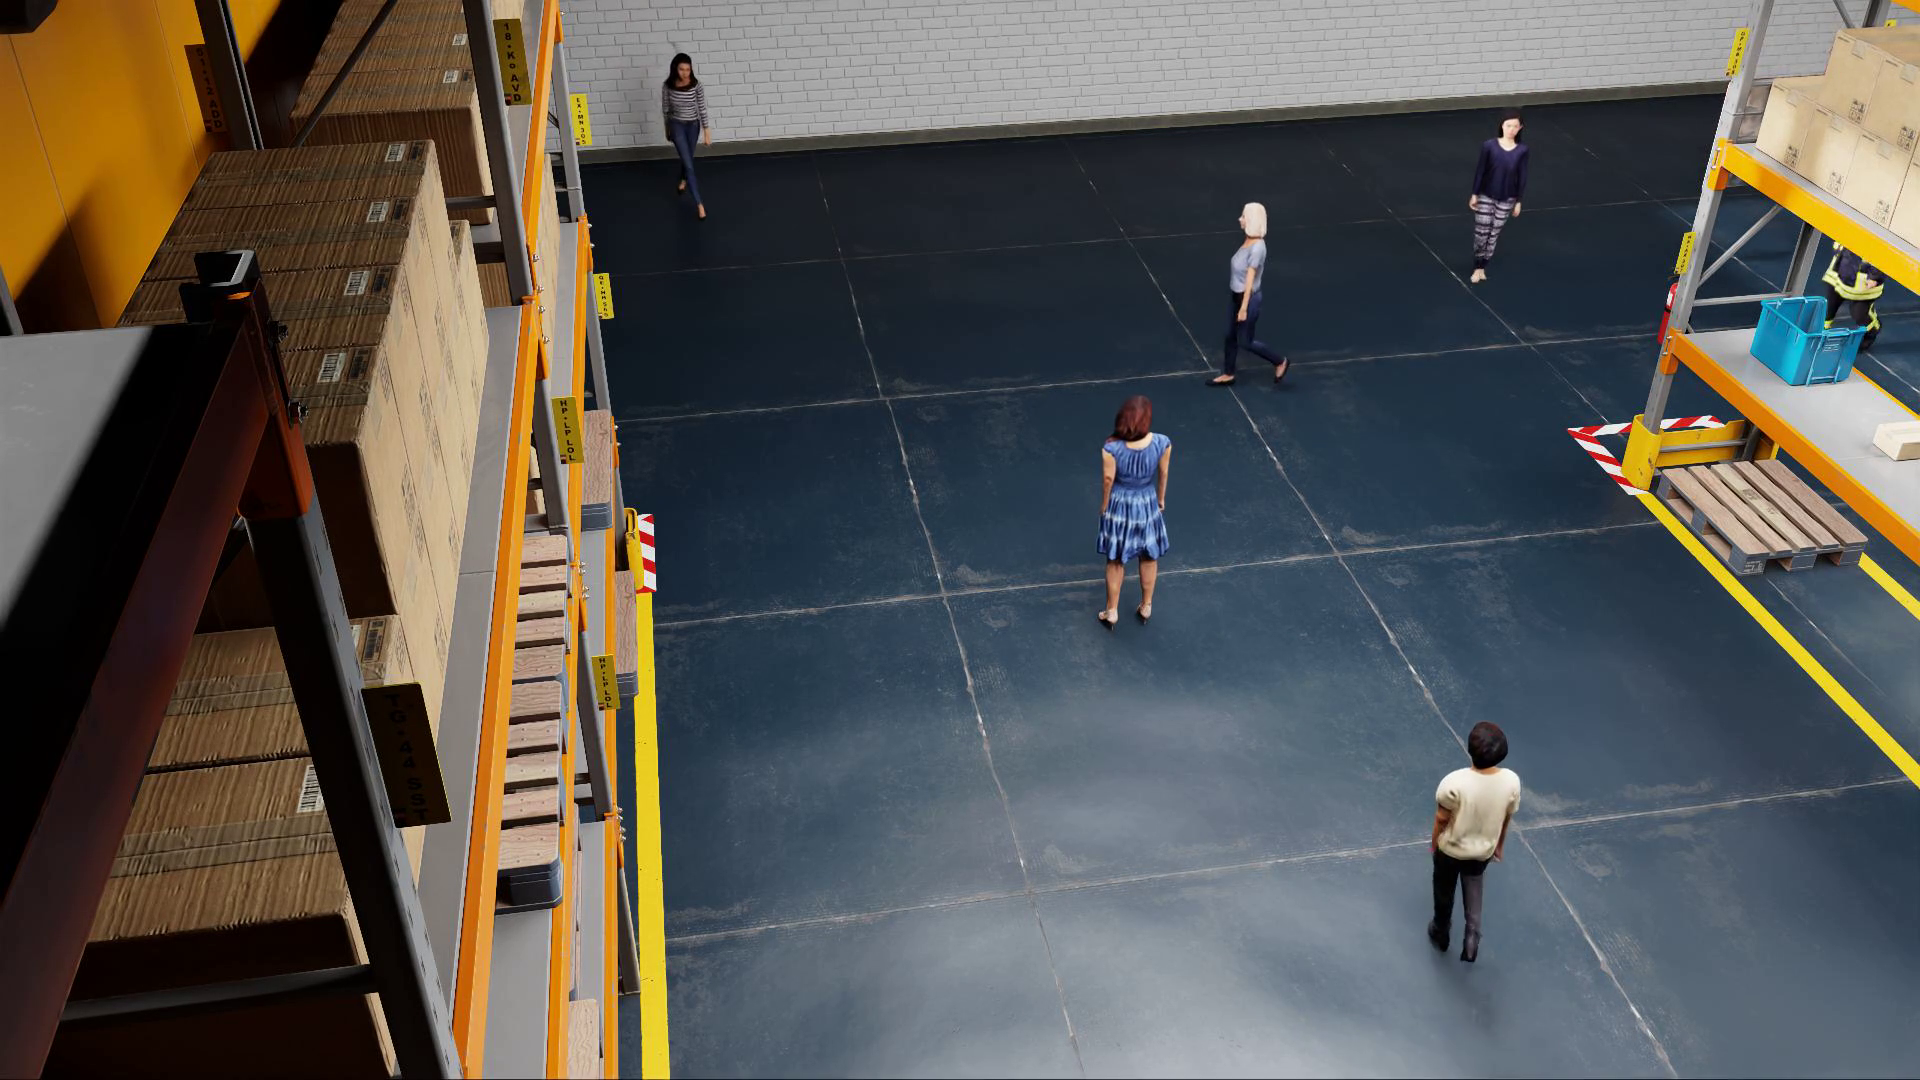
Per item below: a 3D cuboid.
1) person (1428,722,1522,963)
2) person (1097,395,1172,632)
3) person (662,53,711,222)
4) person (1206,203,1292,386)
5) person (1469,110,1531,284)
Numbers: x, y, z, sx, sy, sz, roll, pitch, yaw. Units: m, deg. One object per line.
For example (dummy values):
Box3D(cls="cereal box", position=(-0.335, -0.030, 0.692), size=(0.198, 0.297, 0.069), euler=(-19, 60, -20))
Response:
Box3D(cls="person", position=(2.687, 1.646, 8.754), size=(0.635, 1.576, 0.723), euler=(-2, 34, -3))
Box3D(cls="person", position=(1.167, -0.177, 11.286), size=(0.660, 1.808, 0.549), euler=(-6, 34, -9))
Box3D(cls="person", position=(-2.926, -4.286, 17.555), size=(0.734, 1.711, 1.258), euler=(-9, 35, -13))
Box3D(cls="person", position=(2.527, -2.041, 14.186), size=(0.727, 1.703, 0.902), euler=(0, 34, 0))
Box3D(cls="person", position=(5.212, -3.368, 16.165), size=(0.739, 1.723, 0.760), euler=(7, 34, 10))
